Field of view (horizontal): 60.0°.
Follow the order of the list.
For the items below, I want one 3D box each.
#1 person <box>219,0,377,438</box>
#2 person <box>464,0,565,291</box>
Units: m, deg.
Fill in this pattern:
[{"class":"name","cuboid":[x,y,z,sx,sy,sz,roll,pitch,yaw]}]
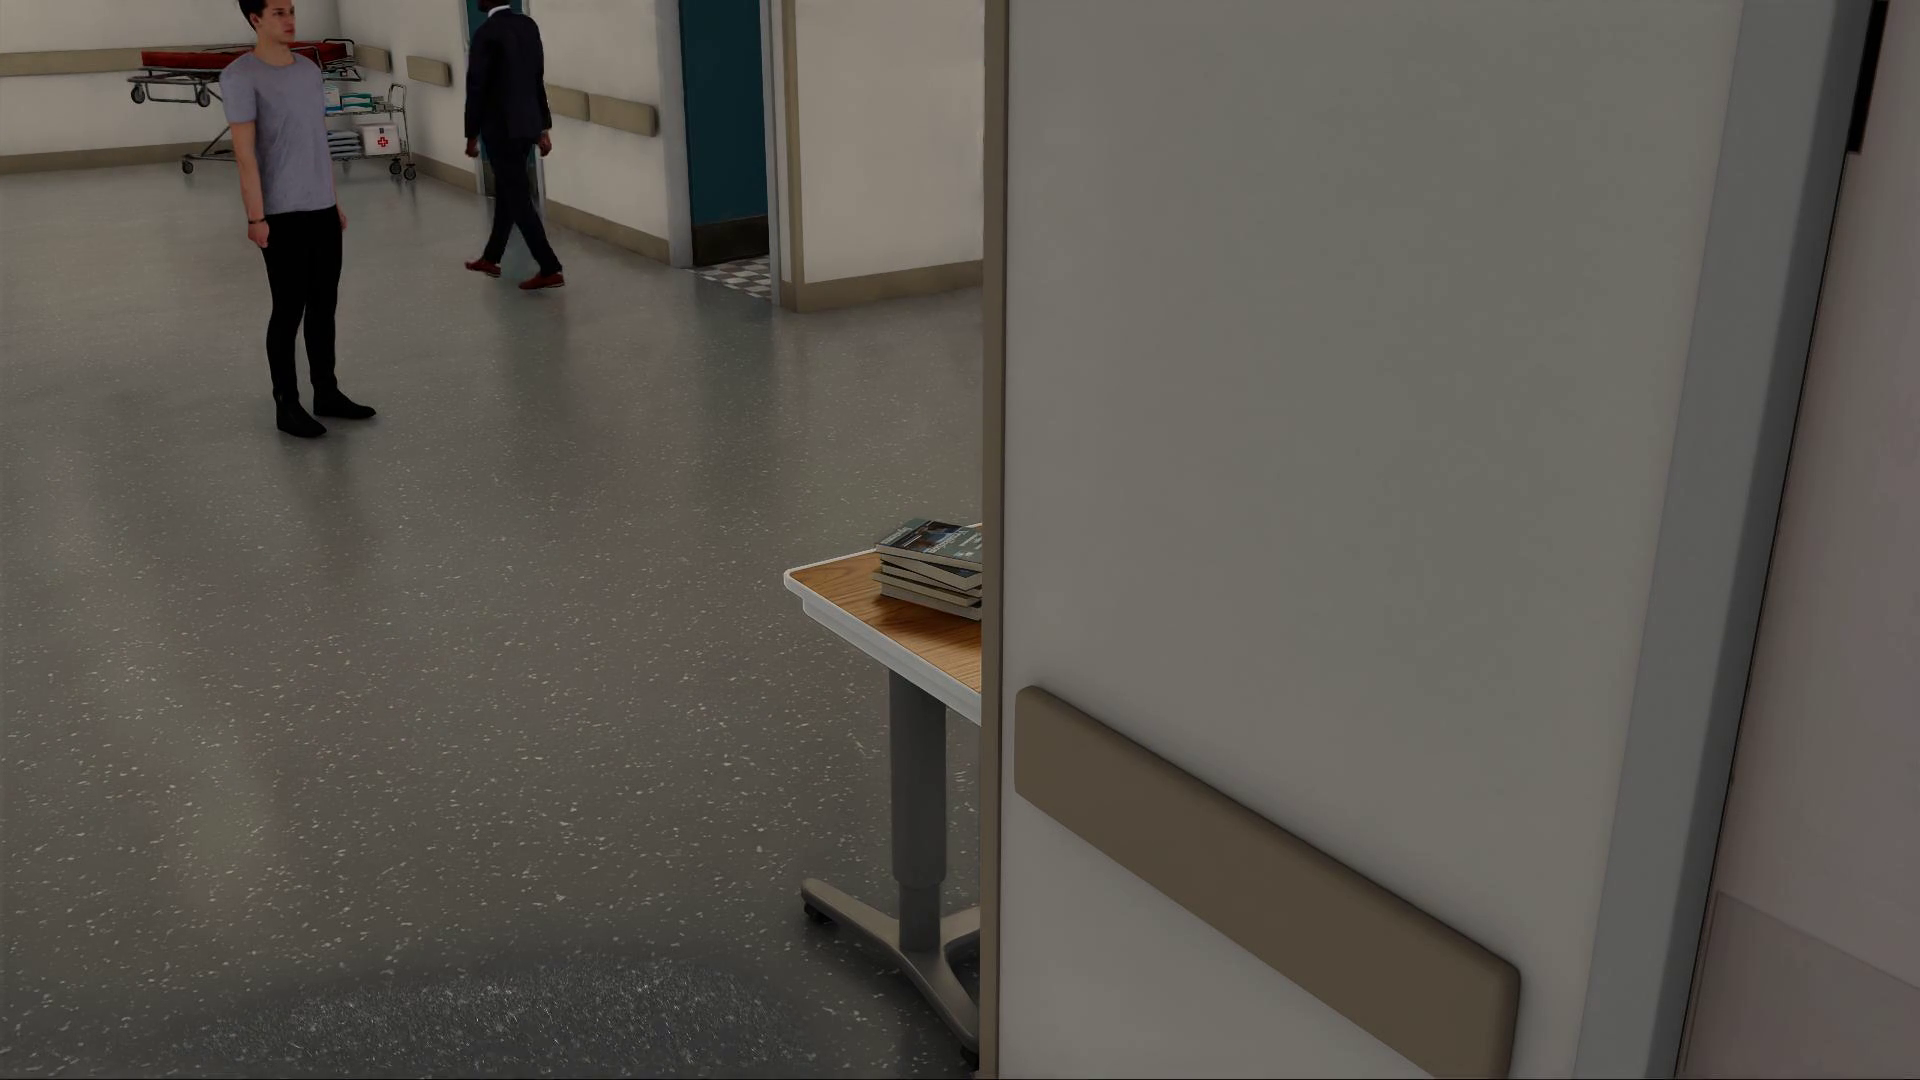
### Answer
[{"class":"person","cuboid":[-2.825,-1.397,7.057,0.736,1.863,0.746,9,22,21]},{"class":"person","cuboid":[-2.548,-2.317,9.601,1.237,1.782,1.063,9,23,23]}]
